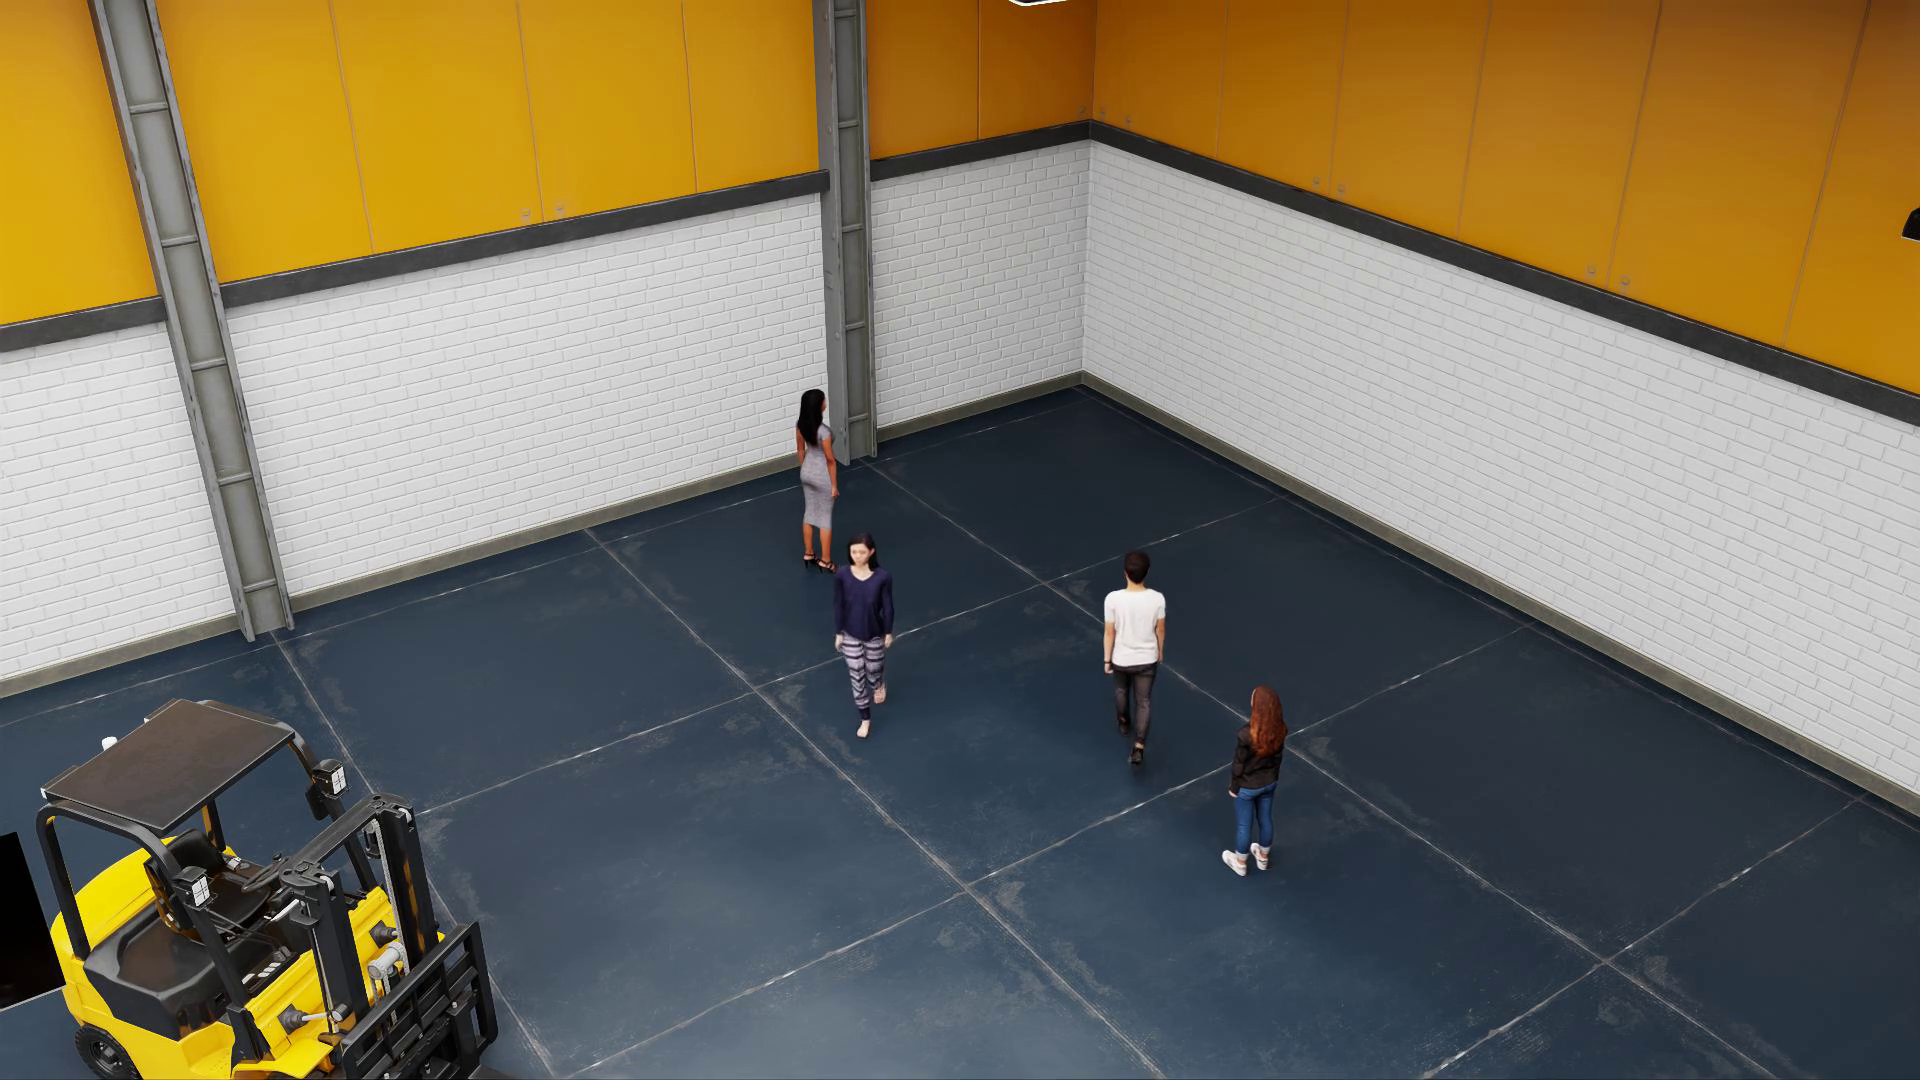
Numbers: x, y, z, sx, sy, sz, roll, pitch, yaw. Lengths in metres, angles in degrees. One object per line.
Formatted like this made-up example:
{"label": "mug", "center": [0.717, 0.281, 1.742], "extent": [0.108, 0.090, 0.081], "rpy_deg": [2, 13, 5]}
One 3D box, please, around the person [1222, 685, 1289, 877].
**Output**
{"label": "person", "center": [2.021, 1.634, 11.322], "extent": [0.475, 1.481, 0.626], "rpy_deg": [-15, 32, -25]}

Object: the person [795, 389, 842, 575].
{"label": "person", "center": [-1.285, -0.526, 14.969], "extent": [0.637, 1.780, 0.604], "rpy_deg": [23, 36, 36]}

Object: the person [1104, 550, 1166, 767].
{"label": "person", "center": [1.314, 0.900, 12.449], "extent": [1.107, 1.691, 1.103], "rpy_deg": [2, 29, 3]}

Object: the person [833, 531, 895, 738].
{"label": "person", "center": [-0.731, 0.675, 12.827], "extent": [0.860, 1.723, 0.915], "rpy_deg": [4, 29, 7]}
